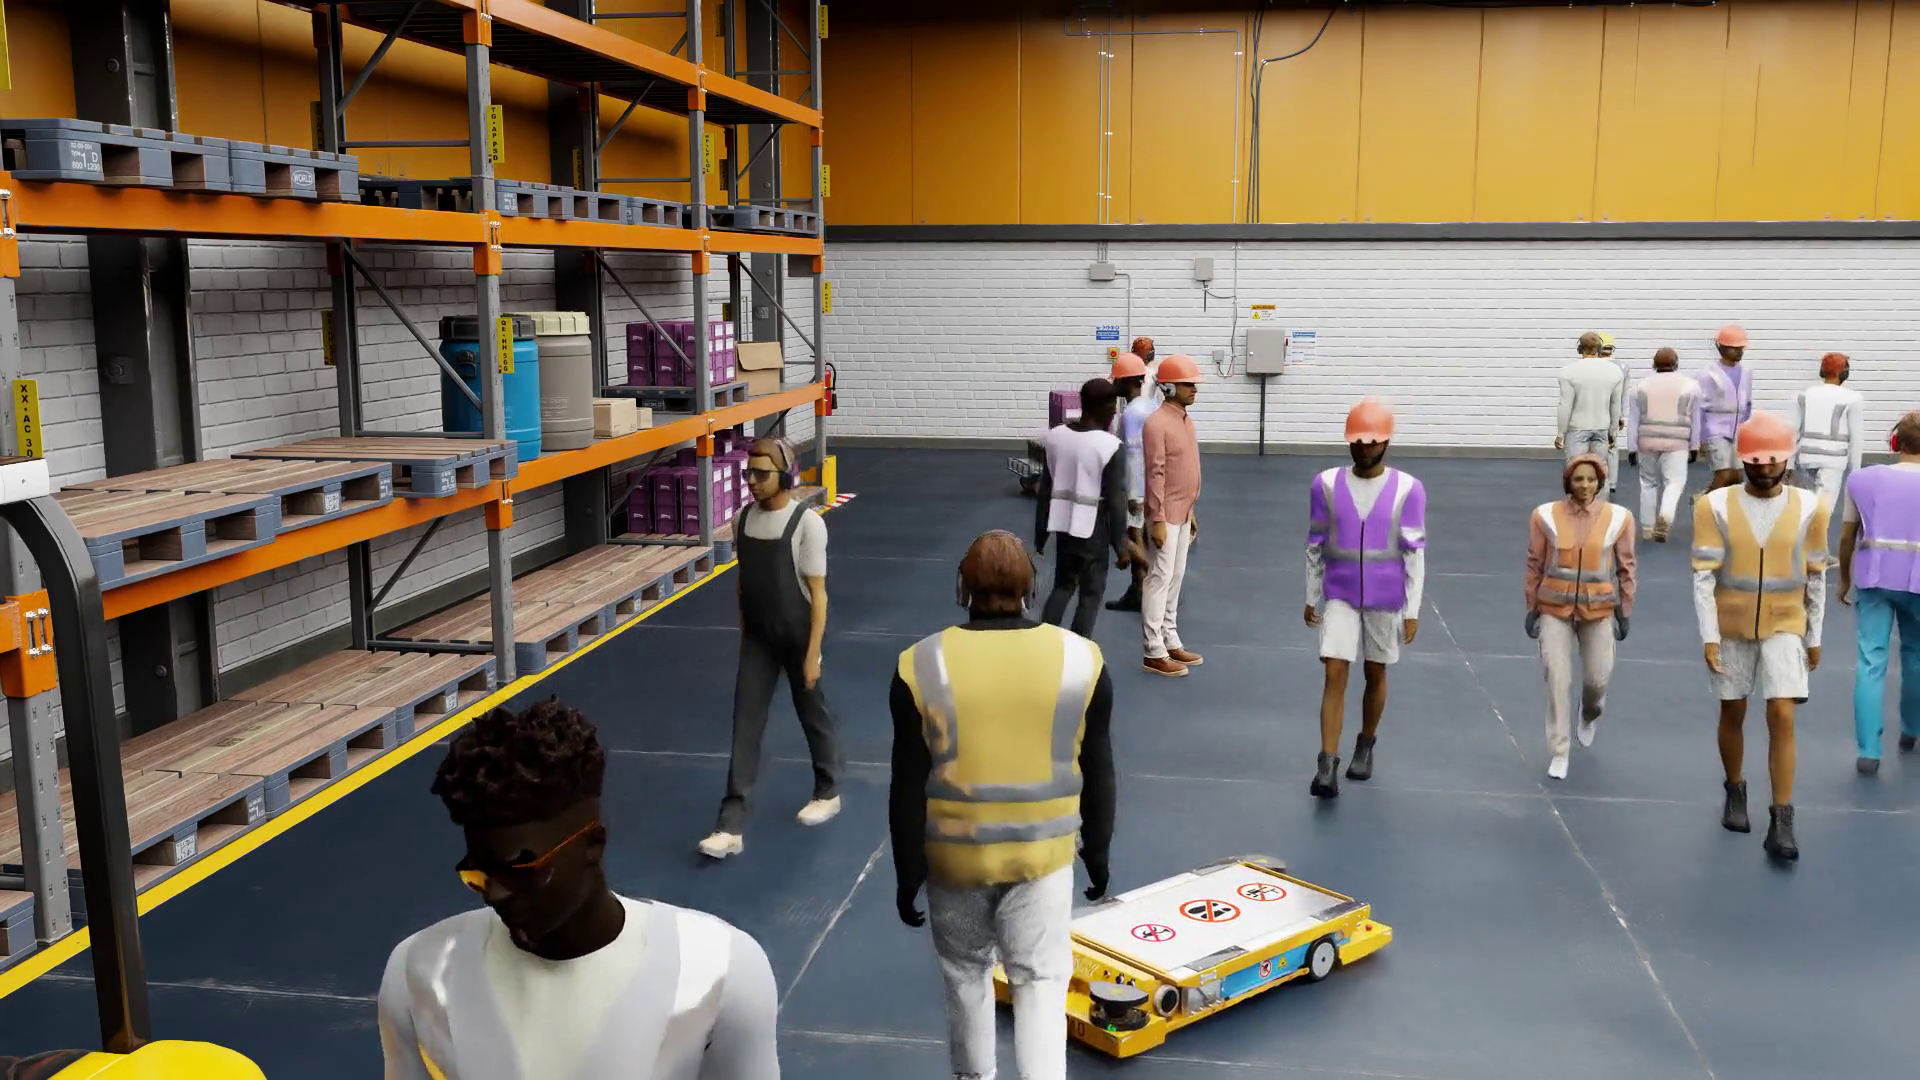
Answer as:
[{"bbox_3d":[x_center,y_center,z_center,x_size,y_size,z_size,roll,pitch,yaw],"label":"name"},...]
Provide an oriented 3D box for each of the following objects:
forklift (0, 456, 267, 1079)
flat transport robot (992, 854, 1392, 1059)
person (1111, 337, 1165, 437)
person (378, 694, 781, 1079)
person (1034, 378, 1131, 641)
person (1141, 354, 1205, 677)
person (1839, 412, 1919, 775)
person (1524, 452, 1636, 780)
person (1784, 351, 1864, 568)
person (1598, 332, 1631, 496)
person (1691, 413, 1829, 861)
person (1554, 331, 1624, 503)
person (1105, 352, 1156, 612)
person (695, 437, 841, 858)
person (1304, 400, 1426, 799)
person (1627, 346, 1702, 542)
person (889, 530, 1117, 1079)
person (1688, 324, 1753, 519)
[{"bbox_3d":[-2.328,0.975,2.765,2.313,2.155,1.214,1,9,9],"label":"forklift"},{"bbox_3d":[0.834,1.426,5.893,1.431,0.197,0.652,-8,12,-40],"label":"flat transport robot"},{"bbox_3d":[1.716,-0.983,15.794,0.578,1.882,0.346,4,10,23],"label":"person"},{"bbox_3d":[-0.573,1.167,2.497,0.598,1.908,0.993,1,9,5],"label":"person"},{"bbox_3d":[0.697,-0.027,9.951,0.428,1.880,0.707,-9,13,-44],"label":"person"},{"bbox_3d":[1.331,-0.163,10.395,0.377,1.995,0.608,5,10,26],"label":"person"},{"bbox_3d":[4.787,0.247,8.478,0.573,1.794,0.972,6,11,31],"label":"person"},{"bbox_3d":[3.094,0.355,8.340,0.520,1.622,0.560,3,10,19],"label":"person"},{"bbox_3d":[7.079,-0.627,13.726,0.882,1.858,0.592,-5,10,-28],"label":"person"},{"bbox_3d":[7.112,-1.389,18.468,0.600,1.827,0.404,-2,9,-10],"label":"person"},{"bbox_3d":[3.438,0.406,7.177,0.550,1.892,0.900,4,10,21],"label":"person"},{"bbox_3d":[5.990,-1.026,15.903,0.629,1.936,0.372,-1,9,-6],"label":"person"},{"bbox_3d":[1.289,-0.400,12.105,0.497,1.919,0.550,4,10,21],"label":"person"},{"bbox_3d":[-0.807,0.447,7.259,0.527,1.794,0.955,5,11,29],"label":"person"},{"bbox_3d":[1.900,0.294,7.893,0.567,1.888,0.959,3,10,19],"label":"person"},{"bbox_3d":[6.448,-0.864,15.280,0.623,1.823,0.773,5,11,29],"label":"person"},{"bbox_3d":[0.127,0.879,4.574,0.638,1.811,0.862,-1,9,-5],"label":"person"},{"bbox_3d":[7.083,-1.004,15.549,0.645,2.012,0.696,-3,10,-18],"label":"person"}]
